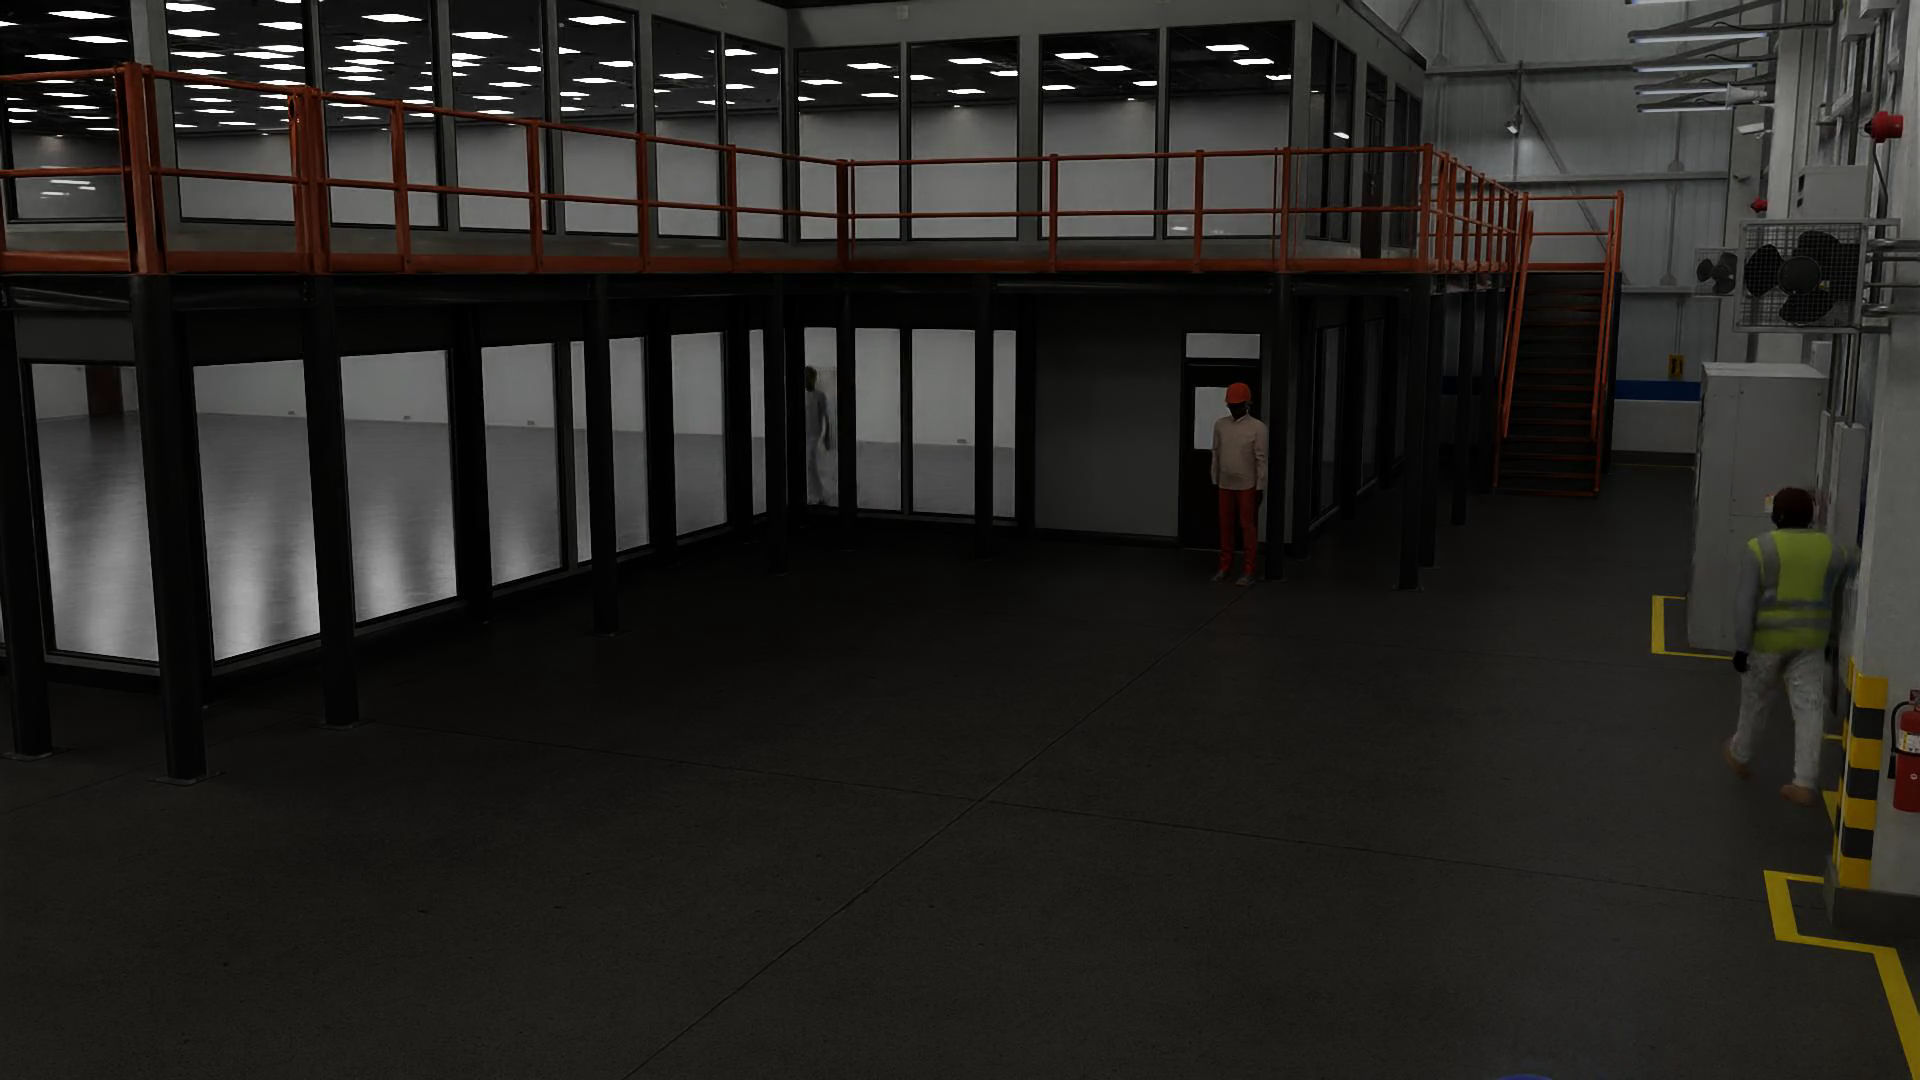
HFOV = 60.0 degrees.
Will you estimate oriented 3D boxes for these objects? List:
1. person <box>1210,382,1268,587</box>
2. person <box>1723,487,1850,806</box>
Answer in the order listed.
[{"bbox_3d":[2.696,-0.544,16.183,0.612,1.986,0.407,8,12,42],"label":"person"},{"bbox_3d":[4.827,0.591,9.740,0.652,1.798,0.942,1,9,5],"label":"person"}]
